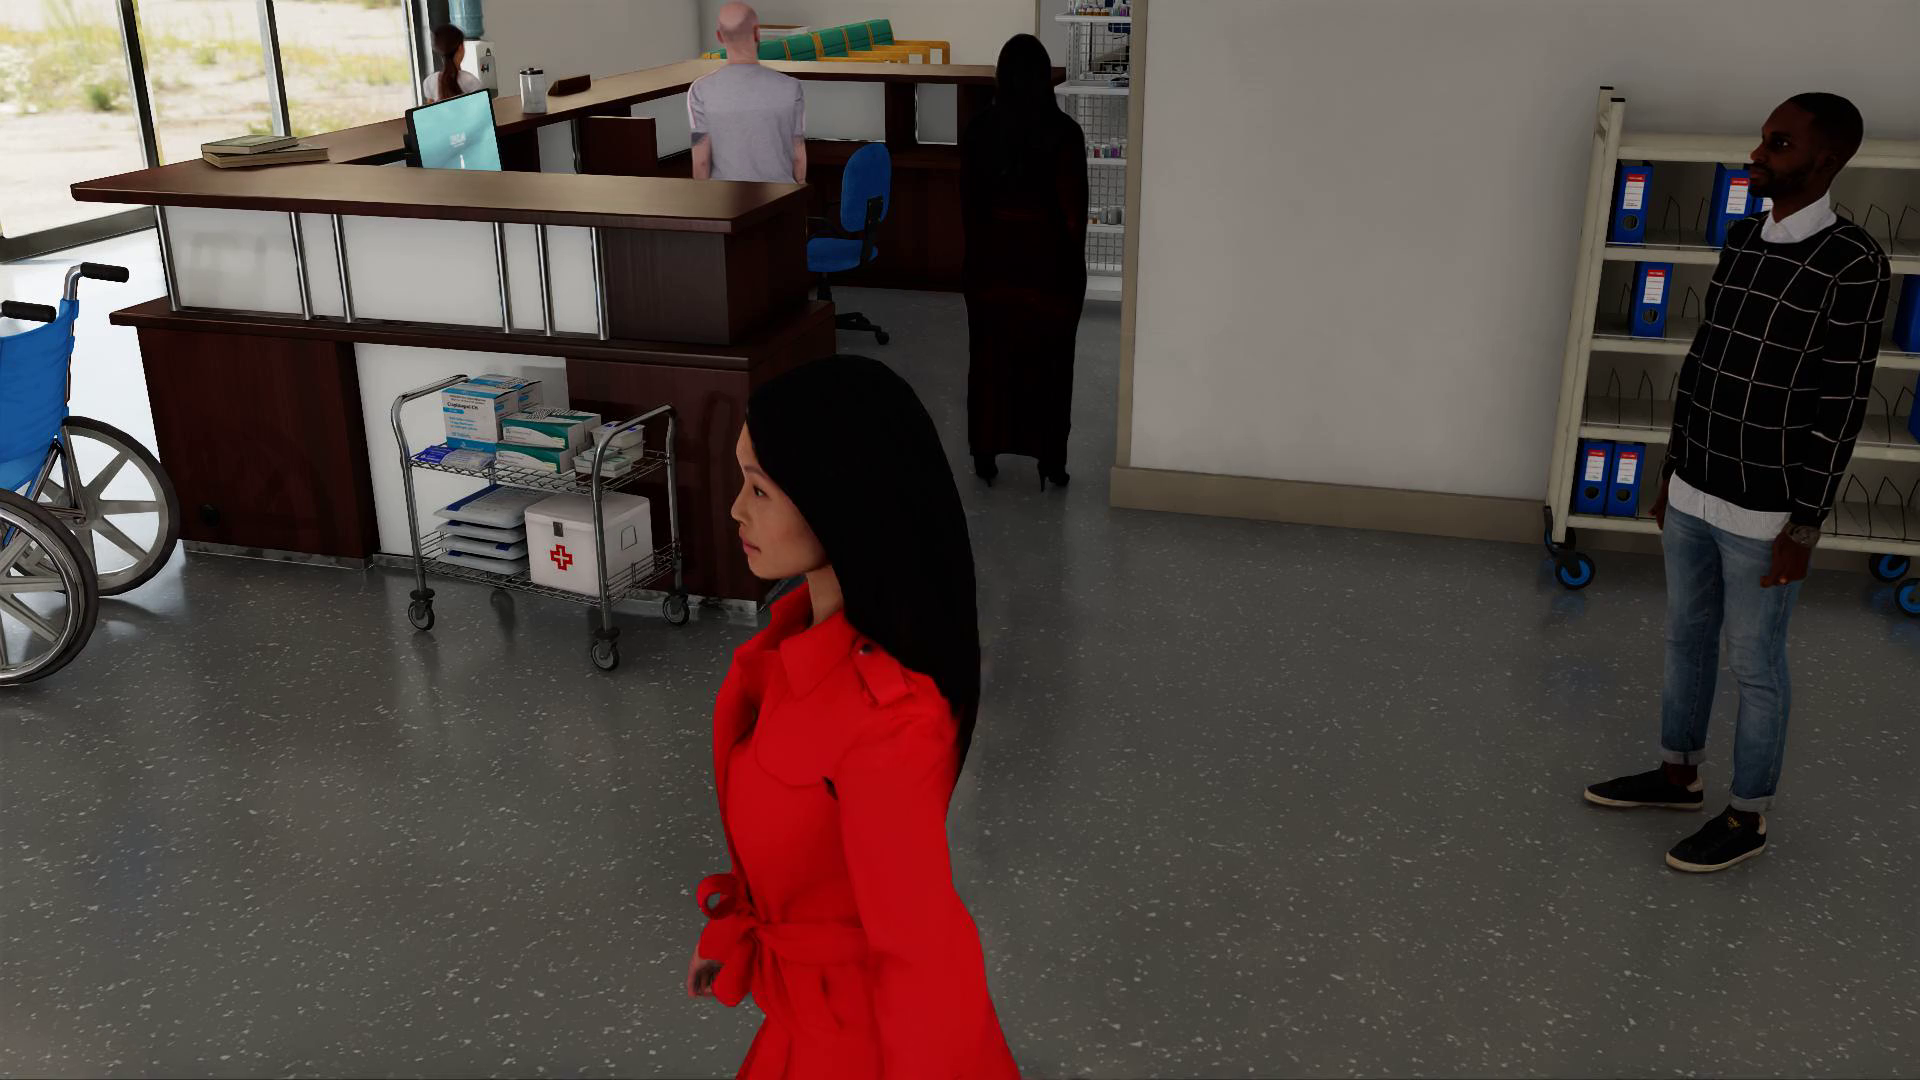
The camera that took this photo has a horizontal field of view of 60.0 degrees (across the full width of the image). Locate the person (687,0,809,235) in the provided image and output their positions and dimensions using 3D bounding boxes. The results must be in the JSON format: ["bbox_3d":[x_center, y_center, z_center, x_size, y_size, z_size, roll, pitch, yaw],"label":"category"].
[{"bbox_3d":[-0.899,-1.381,7.214,0.694,1.833,0.813,-4,21,-11],"label":"person"}]

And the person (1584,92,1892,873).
[{"bbox_3d":[1.861,-0.118,3.897,0.741,1.821,0.744,-6,21,-14],"label":"person"}]

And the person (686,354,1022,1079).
[{"bbox_3d":[-0.021,0.628,2.095,1.147,1.702,0.904,-3,21,-8],"label":"person"}]

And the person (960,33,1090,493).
[{"bbox_3d":[0.244,-1.054,6.457,0.532,1.759,0.720,7,22,17],"label":"person"}]

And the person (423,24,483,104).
[{"bbox_3d":[-3.027,-2.335,10.113,0.479,1.564,0.607,4,21,9],"label":"person"}]
